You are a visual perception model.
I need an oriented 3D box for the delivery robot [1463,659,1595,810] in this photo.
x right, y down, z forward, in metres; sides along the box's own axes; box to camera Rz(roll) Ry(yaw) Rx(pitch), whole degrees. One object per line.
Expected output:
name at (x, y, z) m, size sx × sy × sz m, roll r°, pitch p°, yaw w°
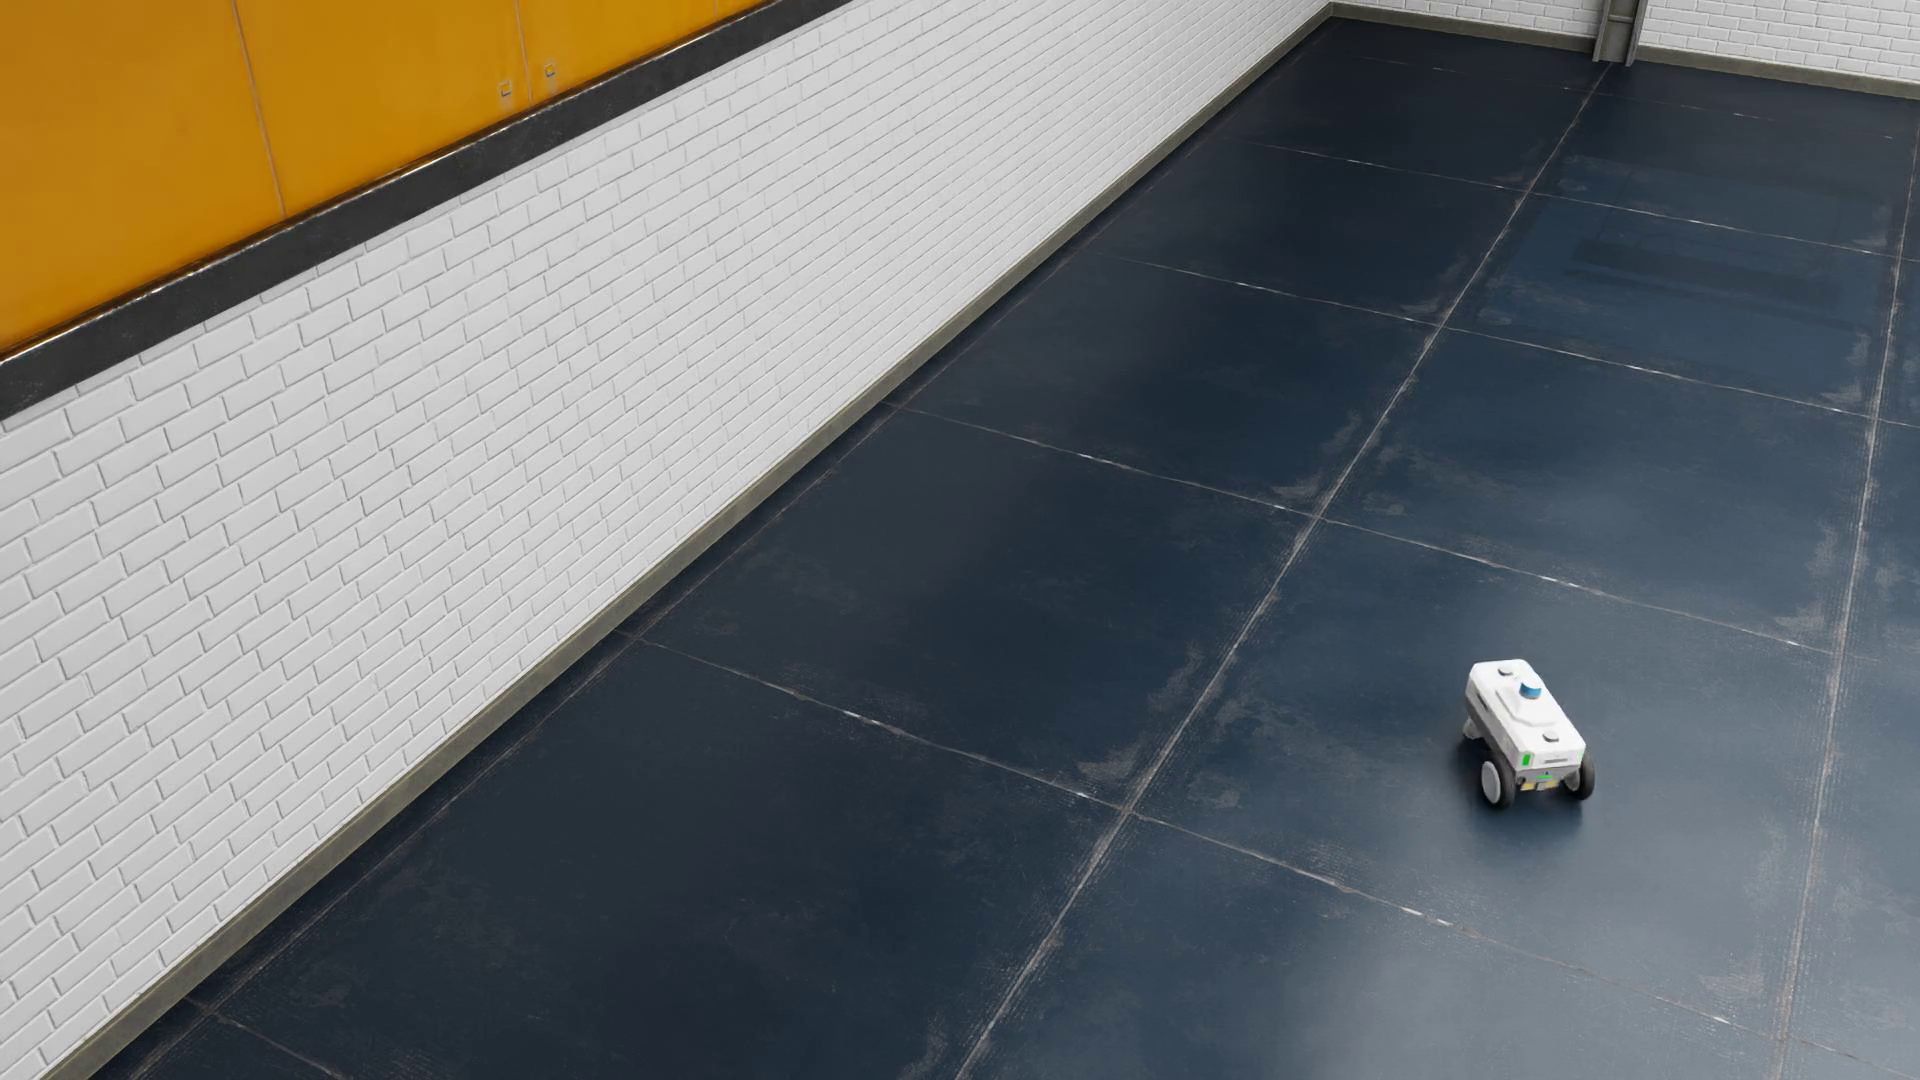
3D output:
delivery robot at (2.815, 0.968, 8.297) m, size 0.500 × 0.612 × 0.784 m, roll -5°, pitch 34°, yaw -8°
